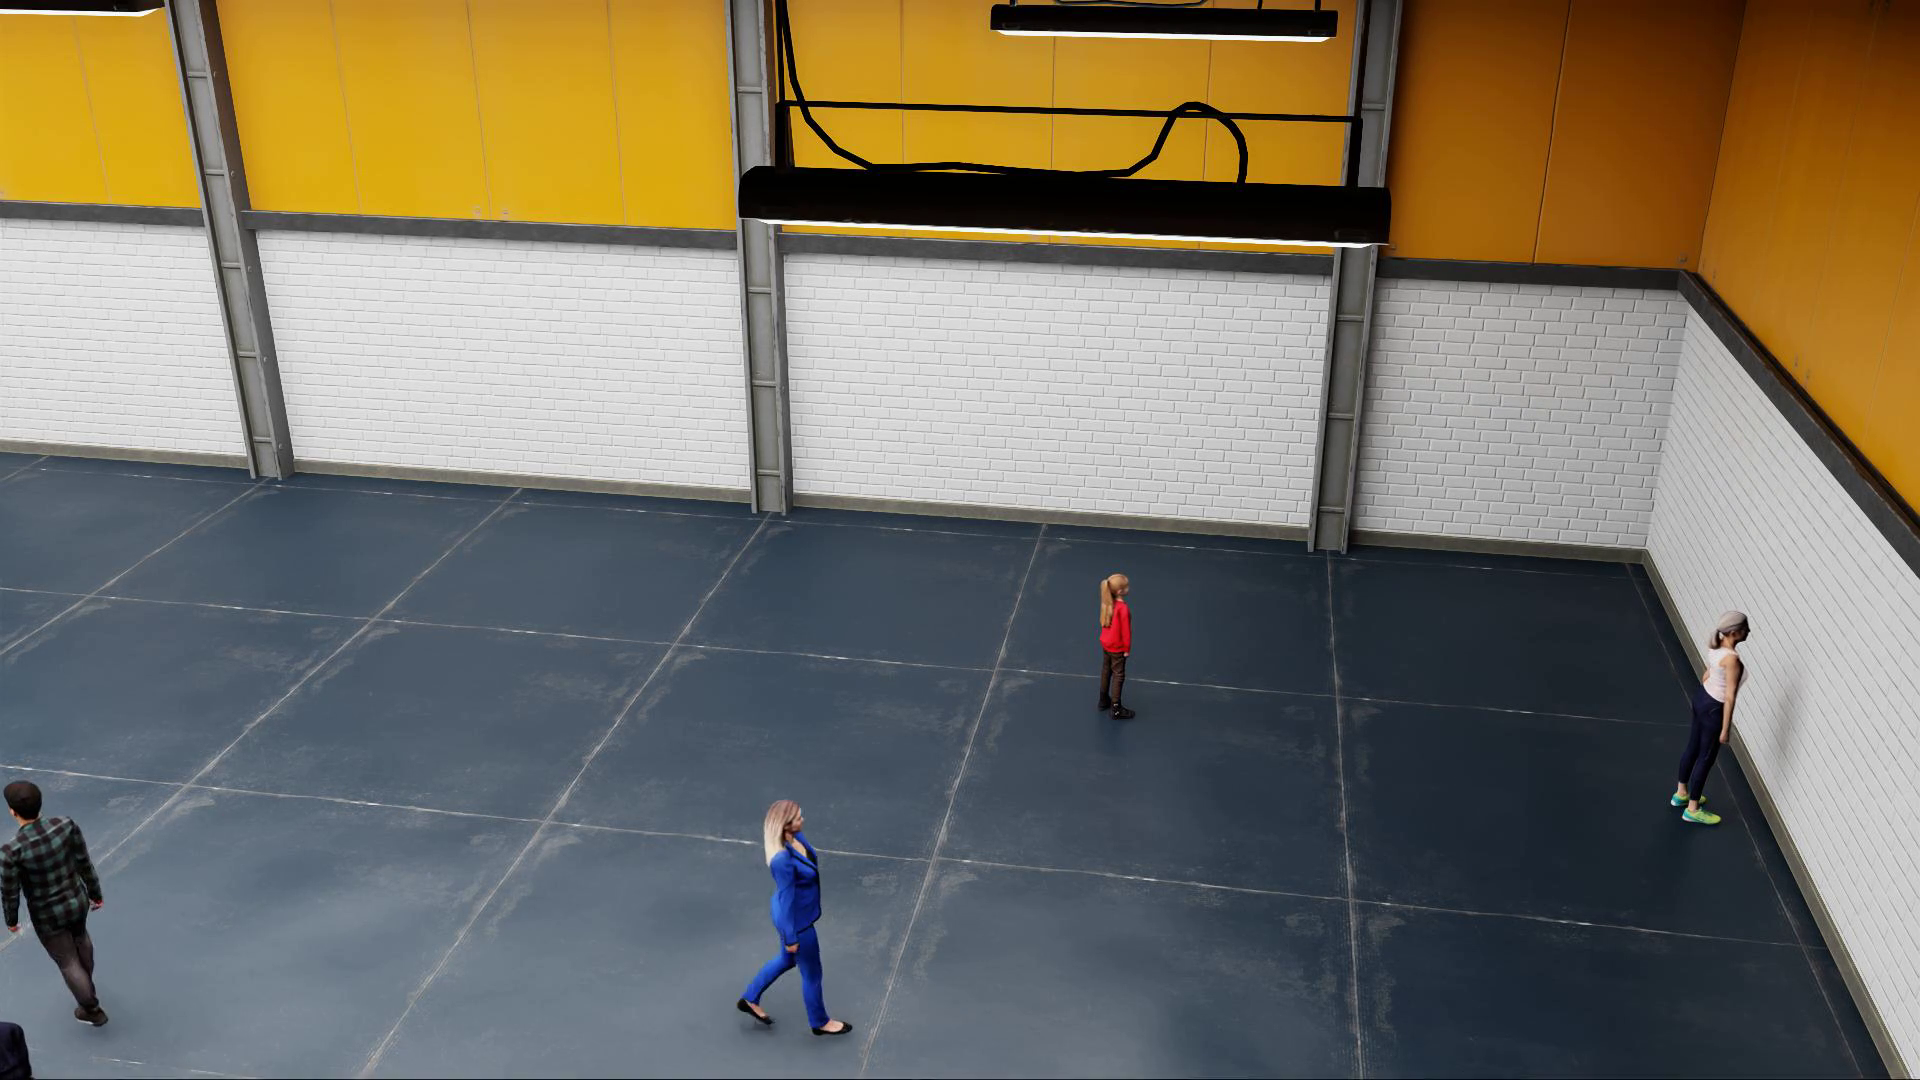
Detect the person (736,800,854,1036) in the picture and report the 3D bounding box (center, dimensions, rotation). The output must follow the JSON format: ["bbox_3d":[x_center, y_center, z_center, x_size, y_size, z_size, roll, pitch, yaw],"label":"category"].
[{"bbox_3d":[-1.097,2.321,10.154,1.016,1.684,0.773,-1,24,-3],"label":"person"}]

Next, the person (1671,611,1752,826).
[{"bbox_3d":[5.637,1.299,12.470,0.561,1.701,0.615,1,24,3],"label":"person"}]

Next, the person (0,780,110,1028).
[{"bbox_3d":[-5.461,2.233,10.152,0.916,1.702,0.857,14,27,30],"label":"person"}]

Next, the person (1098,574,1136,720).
[{"bbox_3d":[1.305,0.874,13.967,0.623,1.281,0.578,-12,26,-25],"label":"person"}]
